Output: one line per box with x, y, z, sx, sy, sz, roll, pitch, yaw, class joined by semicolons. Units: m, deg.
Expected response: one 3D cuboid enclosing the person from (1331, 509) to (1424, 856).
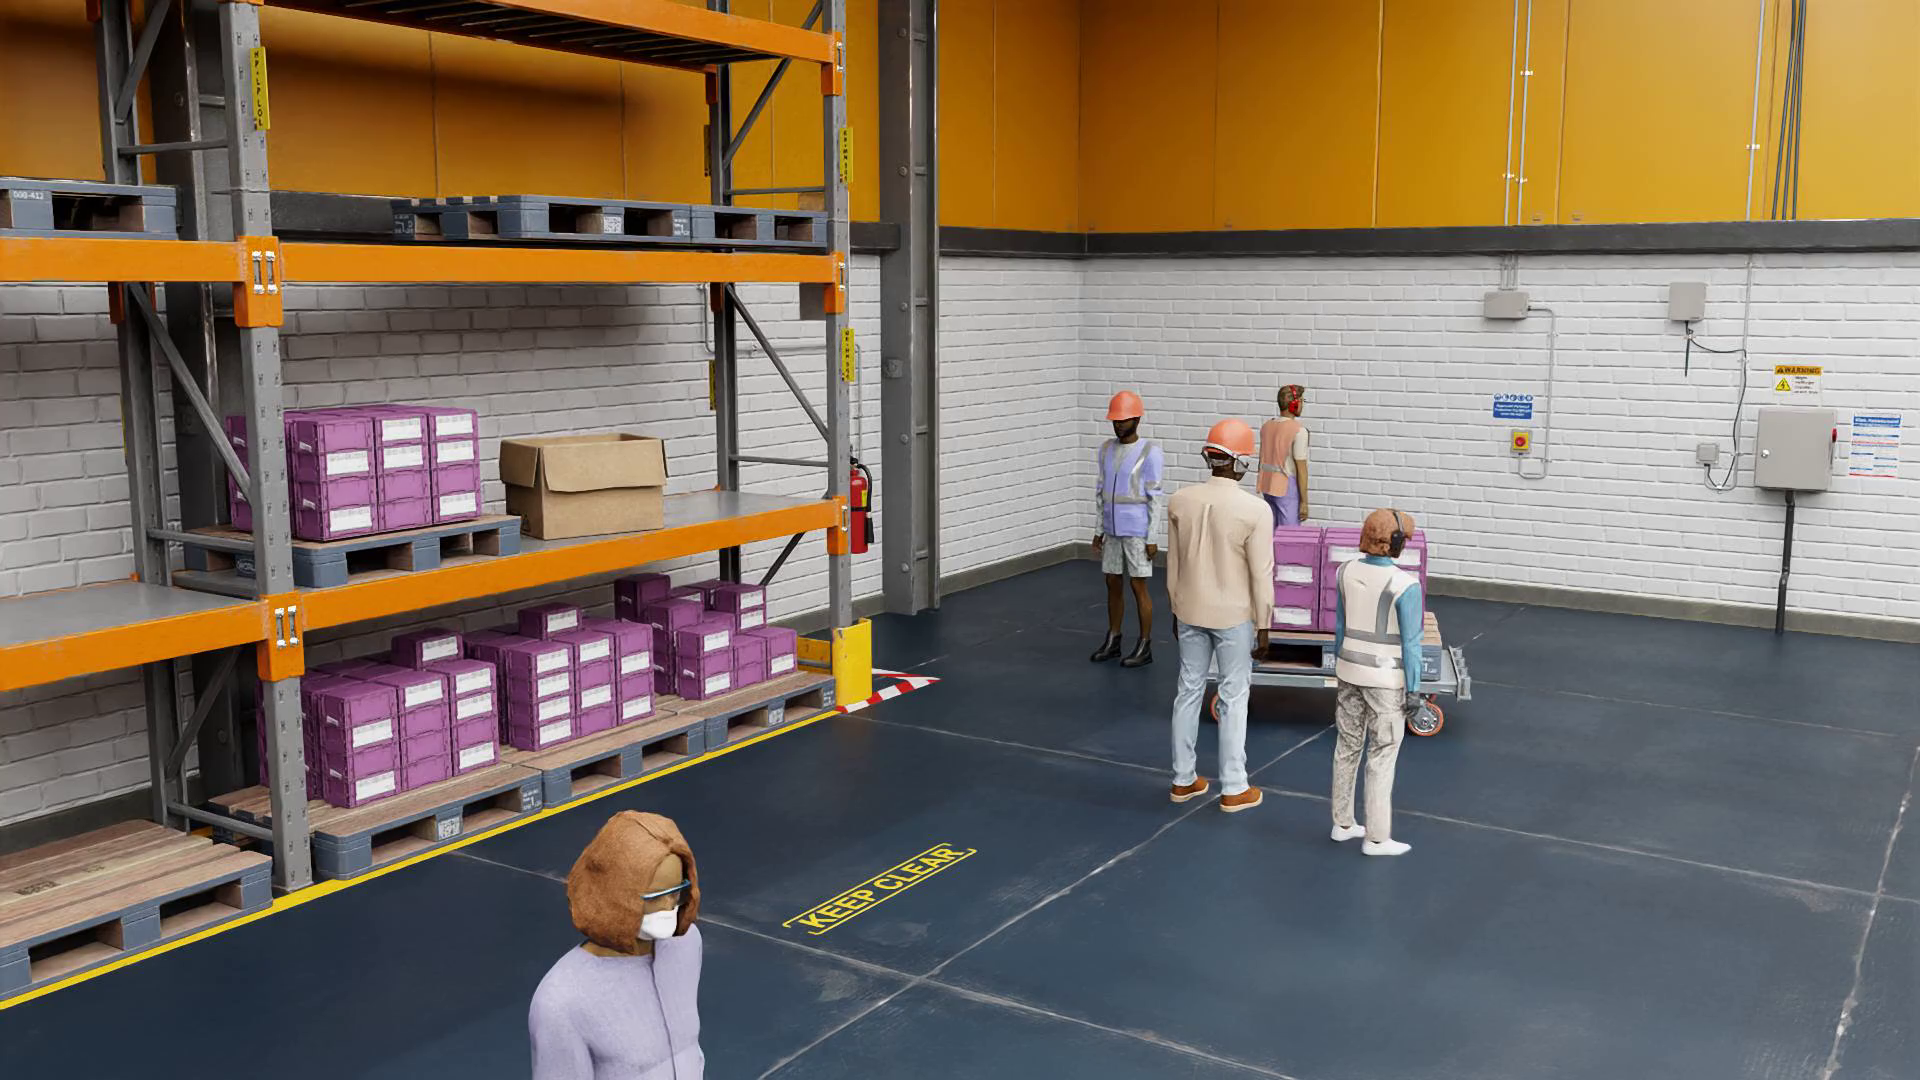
1.934;0.662;7.747;0.320;1.631;0.524;-5;10;-31;person

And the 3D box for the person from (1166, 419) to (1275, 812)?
1.324;0.379;8.436;0.613;1.988;0.406;7;11;37;person

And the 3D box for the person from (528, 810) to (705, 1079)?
-0.653;1.334;3.362;0.279;1.633;0.499;4;10;26;person

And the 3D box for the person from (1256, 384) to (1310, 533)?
2.637;-0.347;13.598;0.396;1.847;0.565;-4;10;-25;person

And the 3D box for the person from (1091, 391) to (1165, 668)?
1.149;-0.073;11.573;0.384;1.929;0.551;-8;12;-42;person
